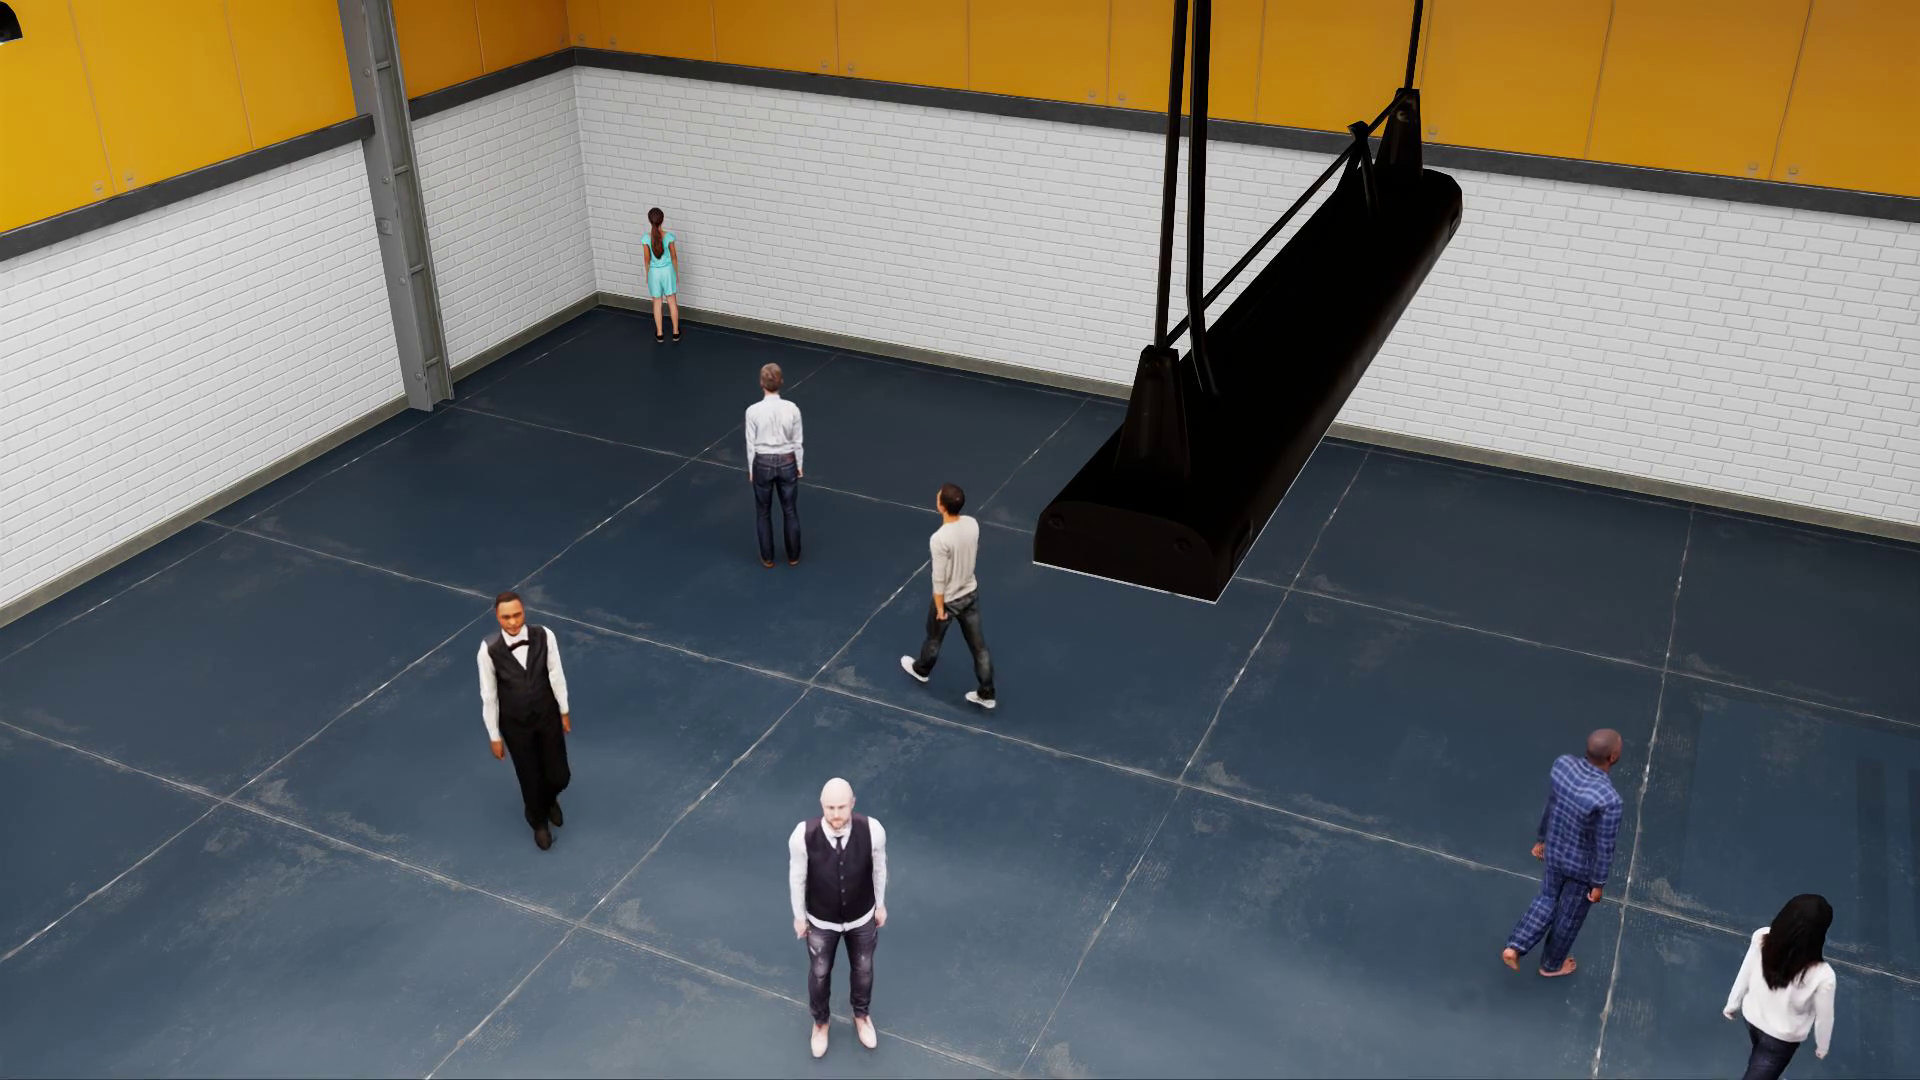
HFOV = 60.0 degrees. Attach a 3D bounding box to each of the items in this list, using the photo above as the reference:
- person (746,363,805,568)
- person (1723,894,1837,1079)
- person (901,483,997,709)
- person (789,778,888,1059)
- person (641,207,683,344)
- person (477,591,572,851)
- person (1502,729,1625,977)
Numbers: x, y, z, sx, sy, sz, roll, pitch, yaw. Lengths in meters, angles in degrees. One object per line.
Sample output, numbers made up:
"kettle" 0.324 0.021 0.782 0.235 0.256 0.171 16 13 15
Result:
"person" -1.578 -0.631 14.158 0.734 1.817 0.768 -6 29 -11
"person" 4.099 2.541 8.514 1.215 1.654 1.053 -16 32 -26
"person" 0.044 0.446 12.237 1.159 1.767 0.983 -25 37 -37
"person" -0.654 2.068 9.206 0.778 1.822 0.798 -5 29 -10
"person" -3.369 -3.004 18.780 0.650 1.558 0.697 -5 29 -10
"person" -2.826 1.123 10.852 0.867 1.905 0.934 -12 31 -21
"person" 3.480 1.855 9.606 0.985 1.813 0.916 -13 31 -23
